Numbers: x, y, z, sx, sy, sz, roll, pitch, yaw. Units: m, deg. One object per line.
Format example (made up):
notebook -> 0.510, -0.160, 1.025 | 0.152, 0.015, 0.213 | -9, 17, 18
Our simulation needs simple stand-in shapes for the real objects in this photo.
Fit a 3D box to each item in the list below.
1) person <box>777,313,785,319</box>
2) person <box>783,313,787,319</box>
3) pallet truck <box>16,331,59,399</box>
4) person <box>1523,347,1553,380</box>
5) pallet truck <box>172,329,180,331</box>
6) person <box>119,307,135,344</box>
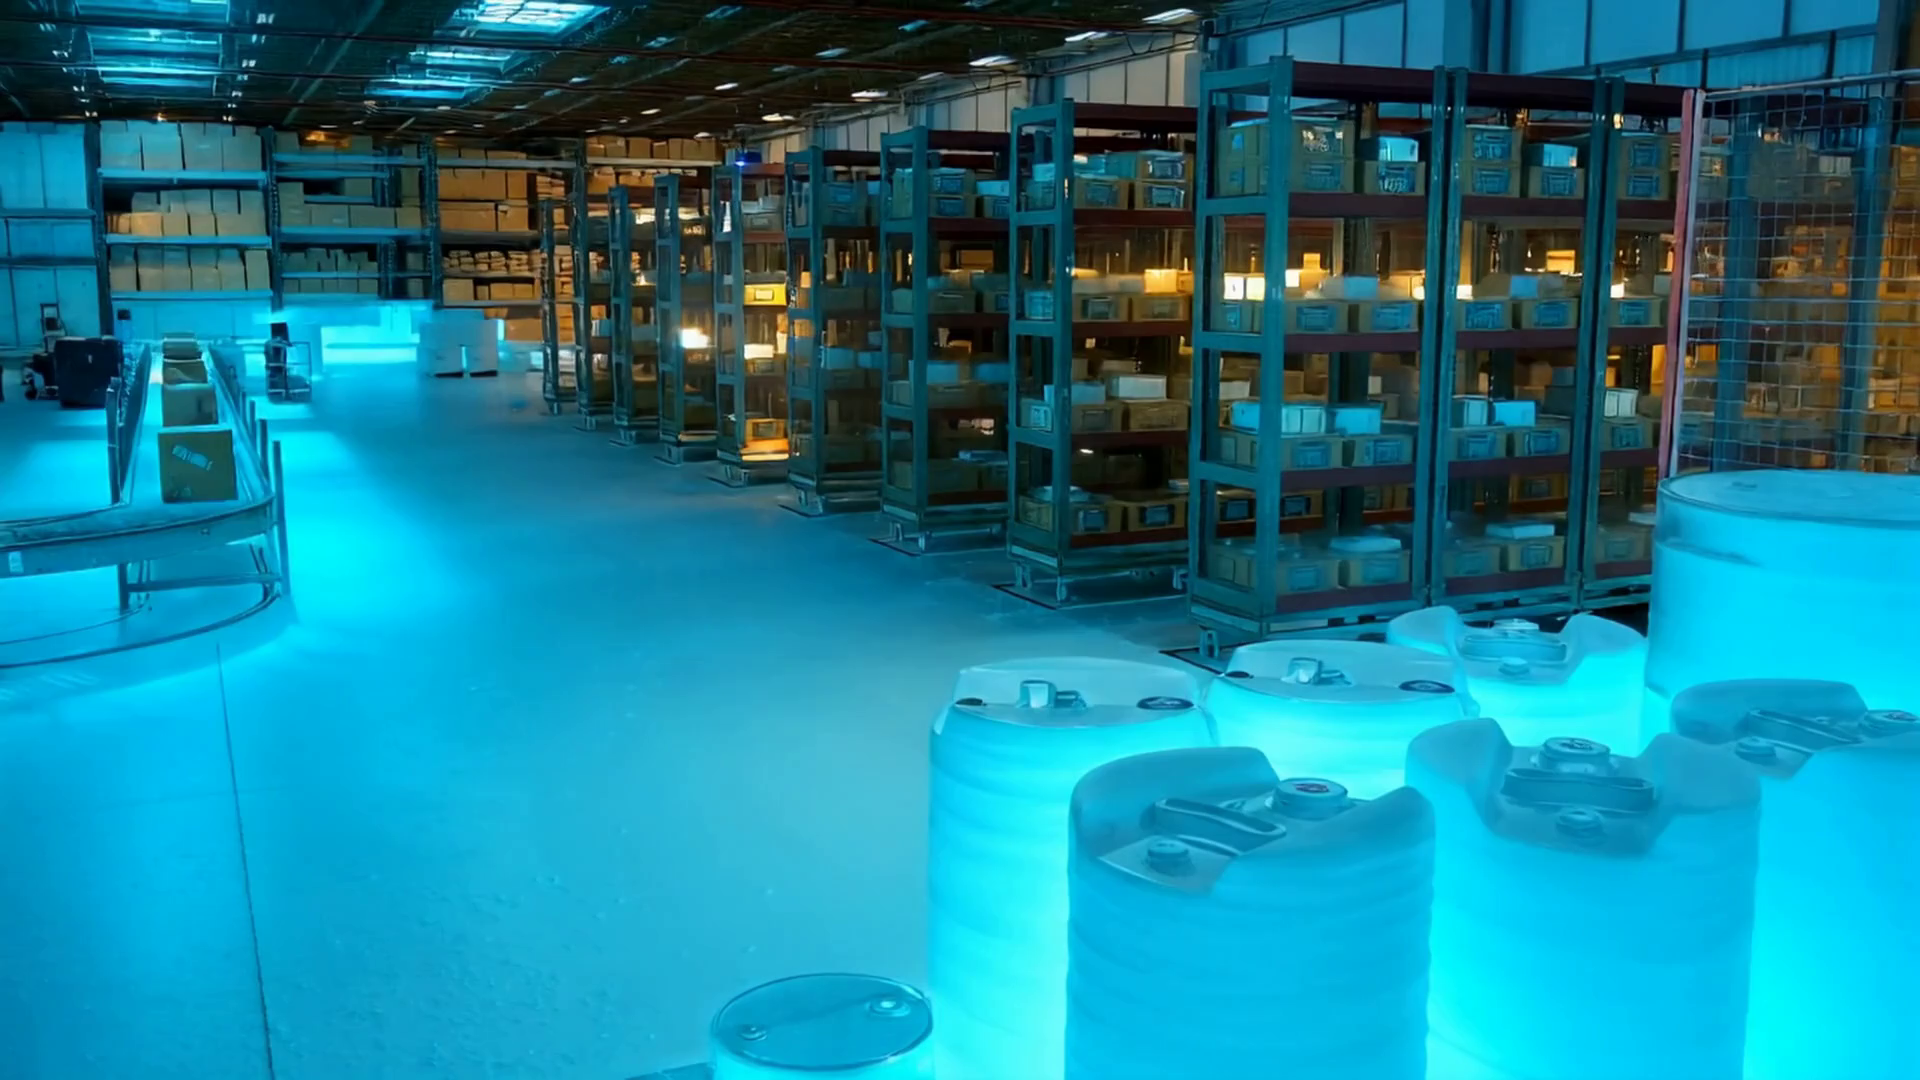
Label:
person -> -4.915, -6.051, 46.572 | 0.620, 1.934, 0.496 | 6, 11, 31
person -> -3.264, -3.799, 32.668 | 0.409, 1.907, 0.651 | 0, 9, -3
pallet truck -> -17.082, -3.353, 31.781 | 1.630, 1.274, 0.653 | -4, 10, -25
person -> 5.616, -1.095, 16.234 | 0.655, 1.804, 0.676 | -1, 9, -3
pallet truck -> -17.275, -3.851, 35.096 | 1.601, 1.201, 0.680 | 0, 9, 1
person -> -18.415, -4.328, 36.796 | 0.499, 1.632, 0.285 | 8, 12, 42
